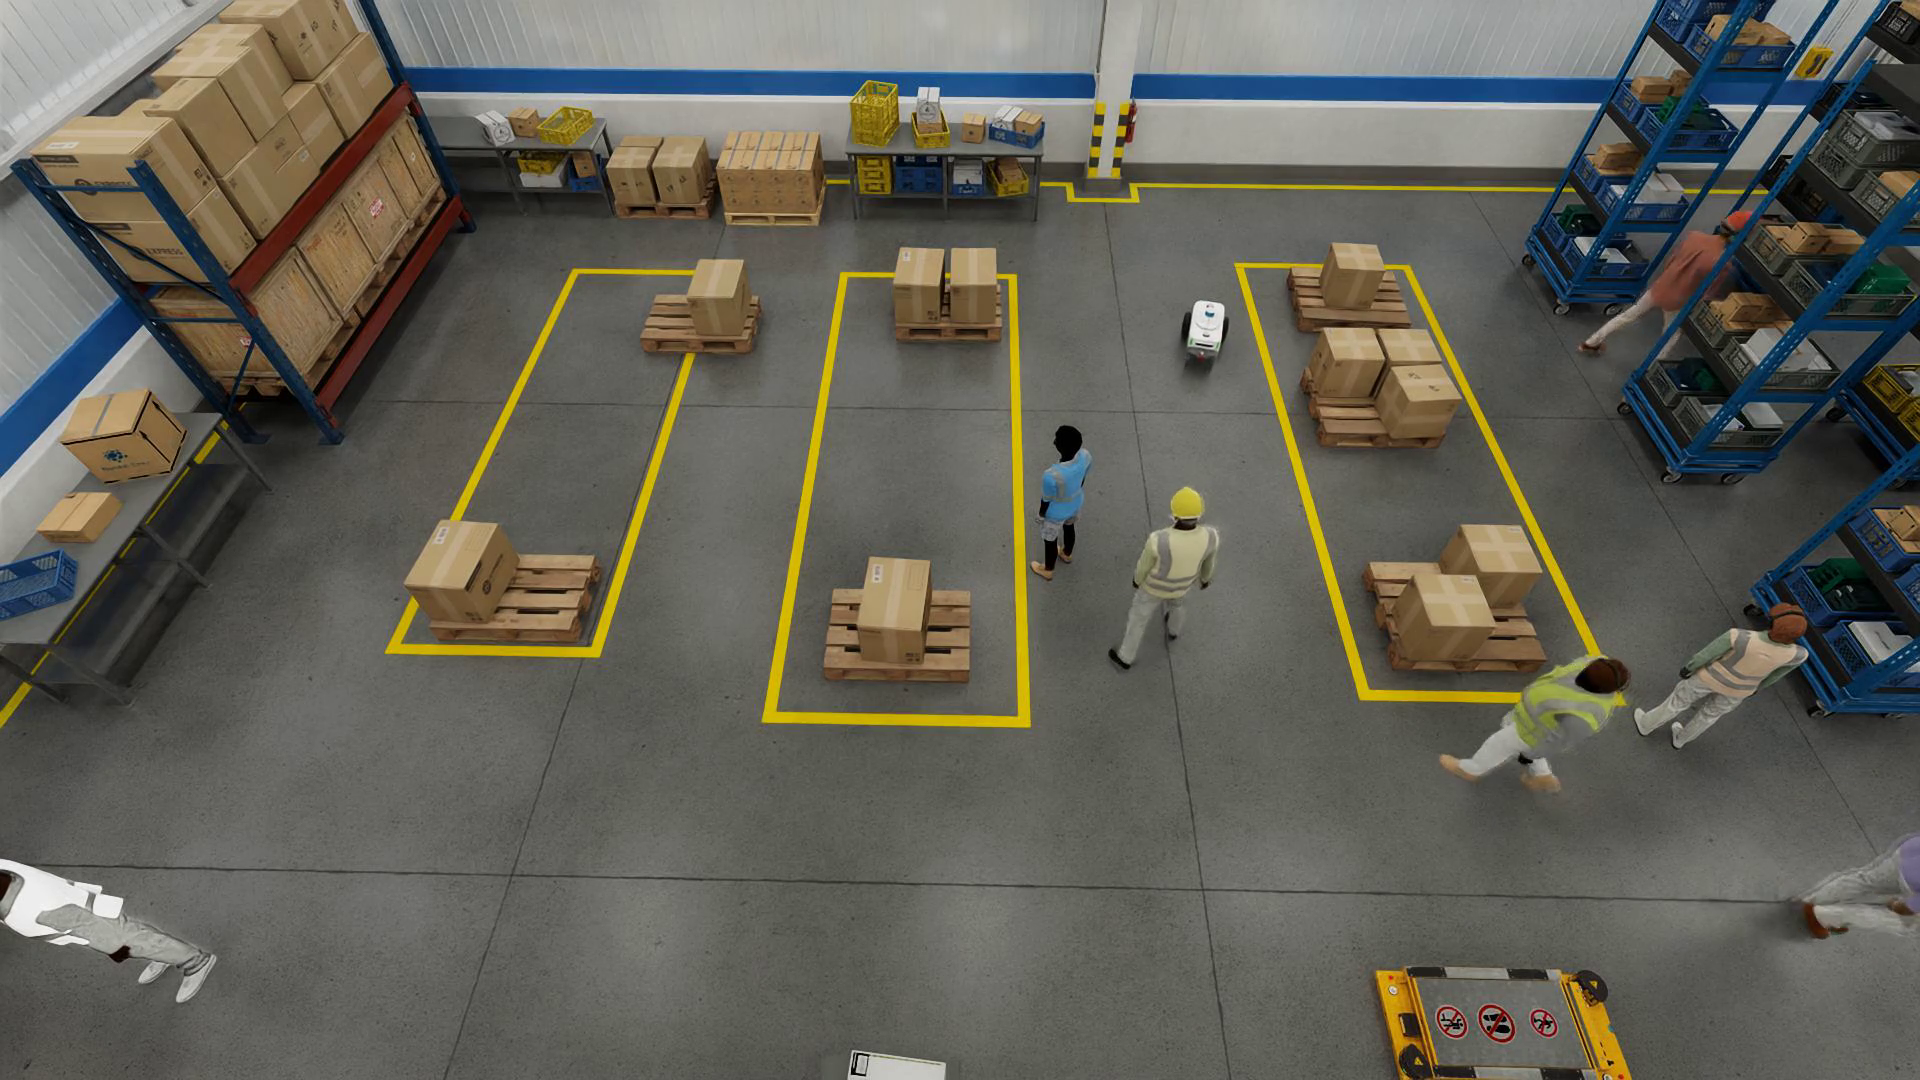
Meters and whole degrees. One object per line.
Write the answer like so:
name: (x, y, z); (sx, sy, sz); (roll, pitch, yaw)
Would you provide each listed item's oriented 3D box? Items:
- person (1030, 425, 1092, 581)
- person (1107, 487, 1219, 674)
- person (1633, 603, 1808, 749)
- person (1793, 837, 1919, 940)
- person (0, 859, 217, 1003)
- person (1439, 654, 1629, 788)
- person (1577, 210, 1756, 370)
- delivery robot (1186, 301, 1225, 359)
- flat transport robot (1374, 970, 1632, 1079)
person: (0.862, -0.306, 7.809); (0.529, 1.690, 0.319); (-37, 60, -26)
person: (1.616, 0.334, 7.226); (0.779, 1.794, 0.530); (-12, 52, -9)
person: (5.615, 1.032, 6.755); (0.514, 1.634, 0.313); (19, 53, 15)
person: (6.059, 2.097, 5.699); (0.439, 1.926, 0.629); (26, 55, 20)
person: (-5.273, 2.315, 5.526); (0.591, 1.919, 0.392); (17, 53, 14)
person: (4.092, 1.289, 6.433); (0.665, 1.805, 0.646); (31, 57, 23)
person: (7.346, -2.501, 9.447); (0.568, 1.942, 0.820); (-11, 52, -9)
delivery robot: (2.725, -2.345, 10.139); (0.477, 0.478, 0.707); (11, 52, 9)
flat transport robot: (3.501, 3.133, 5.914); (1.431, 0.197, 0.652); (1, 51, 1)
